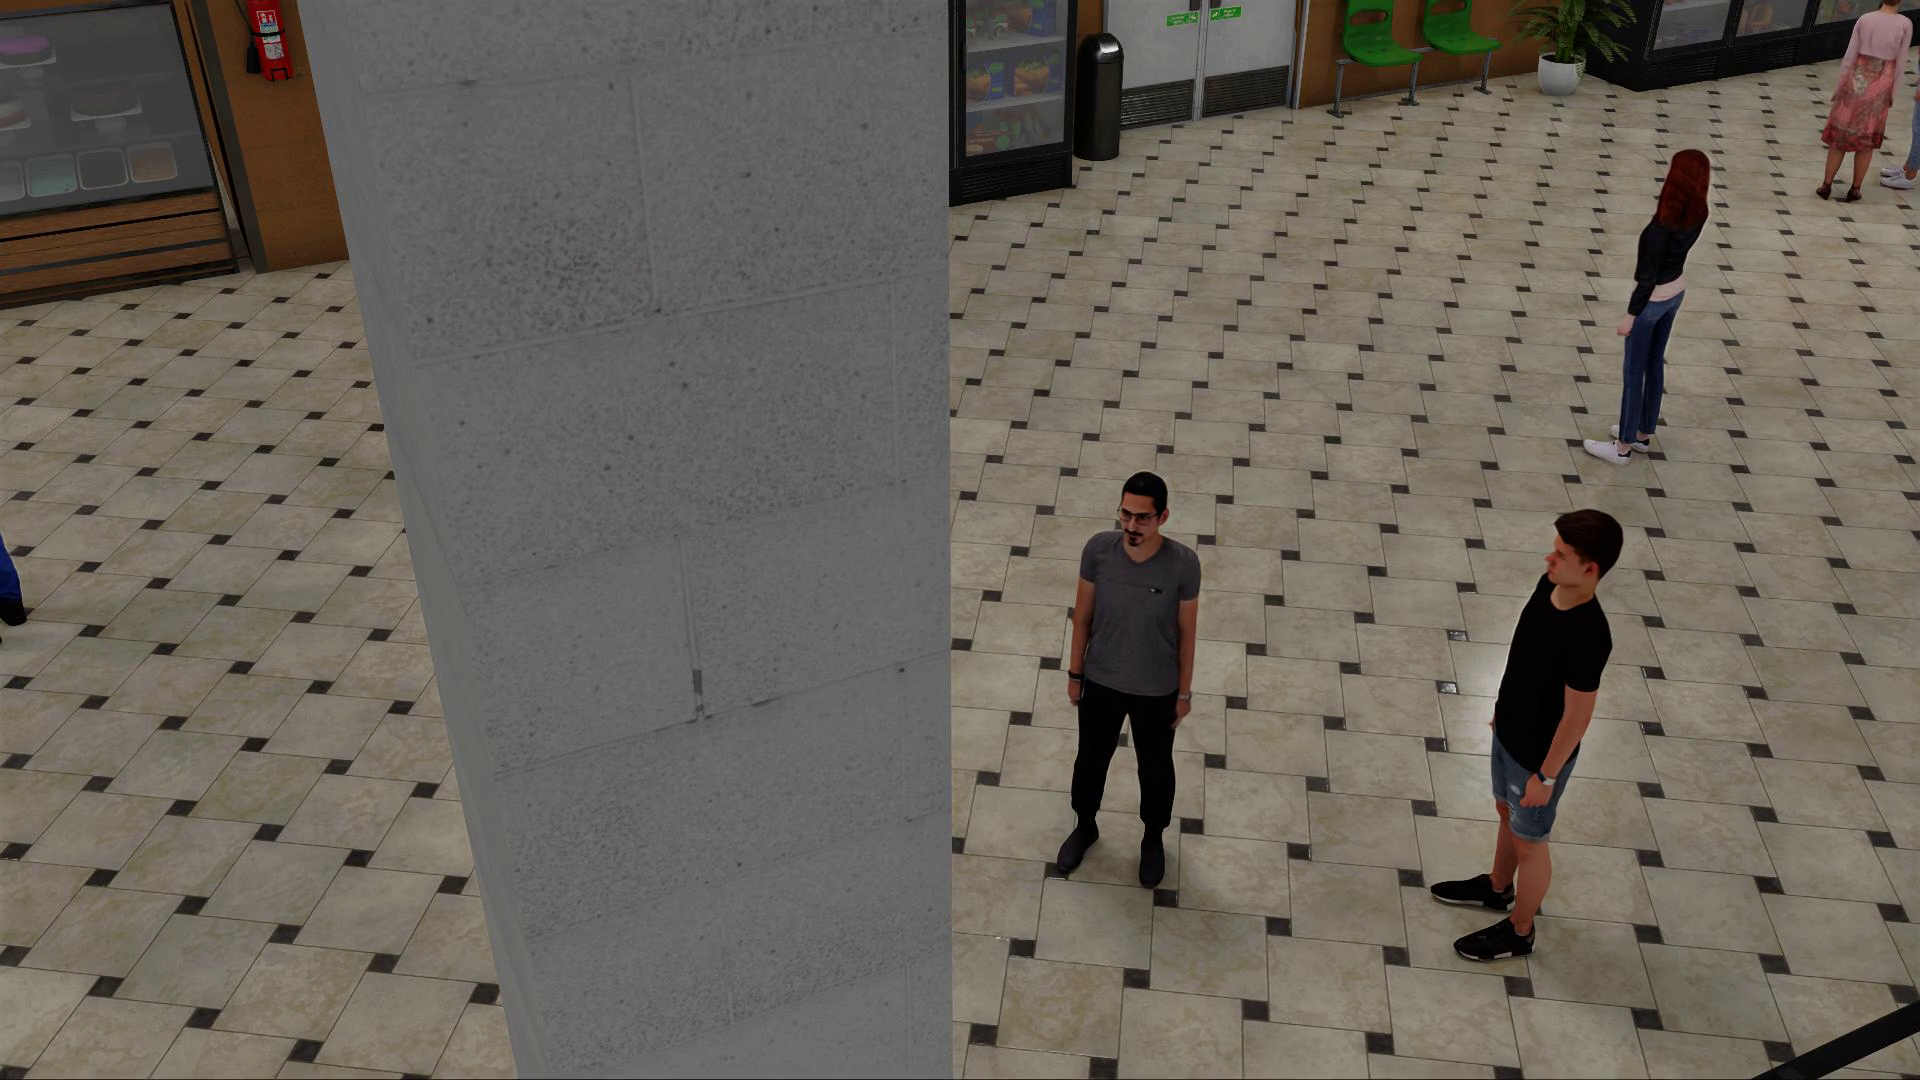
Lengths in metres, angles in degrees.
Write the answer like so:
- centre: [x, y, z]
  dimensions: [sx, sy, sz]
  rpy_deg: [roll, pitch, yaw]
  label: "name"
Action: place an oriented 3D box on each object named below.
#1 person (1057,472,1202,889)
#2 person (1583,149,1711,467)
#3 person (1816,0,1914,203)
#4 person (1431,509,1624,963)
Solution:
- centre: [0.642, 0.516, 6.224]
  dimensions: [0.702, 1.754, 0.745]
  rpy_deg: [8, 33, 13]
  label: "person"
- centre: [3.771, -1.260, 9.048]
  dimensions: [0.634, 1.787, 0.605]
  rpy_deg: [-23, 39, -32]
  label: "person"
- centre: [6.857, -3.400, 12.578]
  dimensions: [0.681, 1.690, 0.757]
  rpy_deg: [16, 35, 23]
  label: "person"
- centre: [2.041, 0.693, 5.853]
  dimensions: [0.791, 1.846, 0.643]
  rpy_deg: [-1, 32, -1]
  label: "person"
